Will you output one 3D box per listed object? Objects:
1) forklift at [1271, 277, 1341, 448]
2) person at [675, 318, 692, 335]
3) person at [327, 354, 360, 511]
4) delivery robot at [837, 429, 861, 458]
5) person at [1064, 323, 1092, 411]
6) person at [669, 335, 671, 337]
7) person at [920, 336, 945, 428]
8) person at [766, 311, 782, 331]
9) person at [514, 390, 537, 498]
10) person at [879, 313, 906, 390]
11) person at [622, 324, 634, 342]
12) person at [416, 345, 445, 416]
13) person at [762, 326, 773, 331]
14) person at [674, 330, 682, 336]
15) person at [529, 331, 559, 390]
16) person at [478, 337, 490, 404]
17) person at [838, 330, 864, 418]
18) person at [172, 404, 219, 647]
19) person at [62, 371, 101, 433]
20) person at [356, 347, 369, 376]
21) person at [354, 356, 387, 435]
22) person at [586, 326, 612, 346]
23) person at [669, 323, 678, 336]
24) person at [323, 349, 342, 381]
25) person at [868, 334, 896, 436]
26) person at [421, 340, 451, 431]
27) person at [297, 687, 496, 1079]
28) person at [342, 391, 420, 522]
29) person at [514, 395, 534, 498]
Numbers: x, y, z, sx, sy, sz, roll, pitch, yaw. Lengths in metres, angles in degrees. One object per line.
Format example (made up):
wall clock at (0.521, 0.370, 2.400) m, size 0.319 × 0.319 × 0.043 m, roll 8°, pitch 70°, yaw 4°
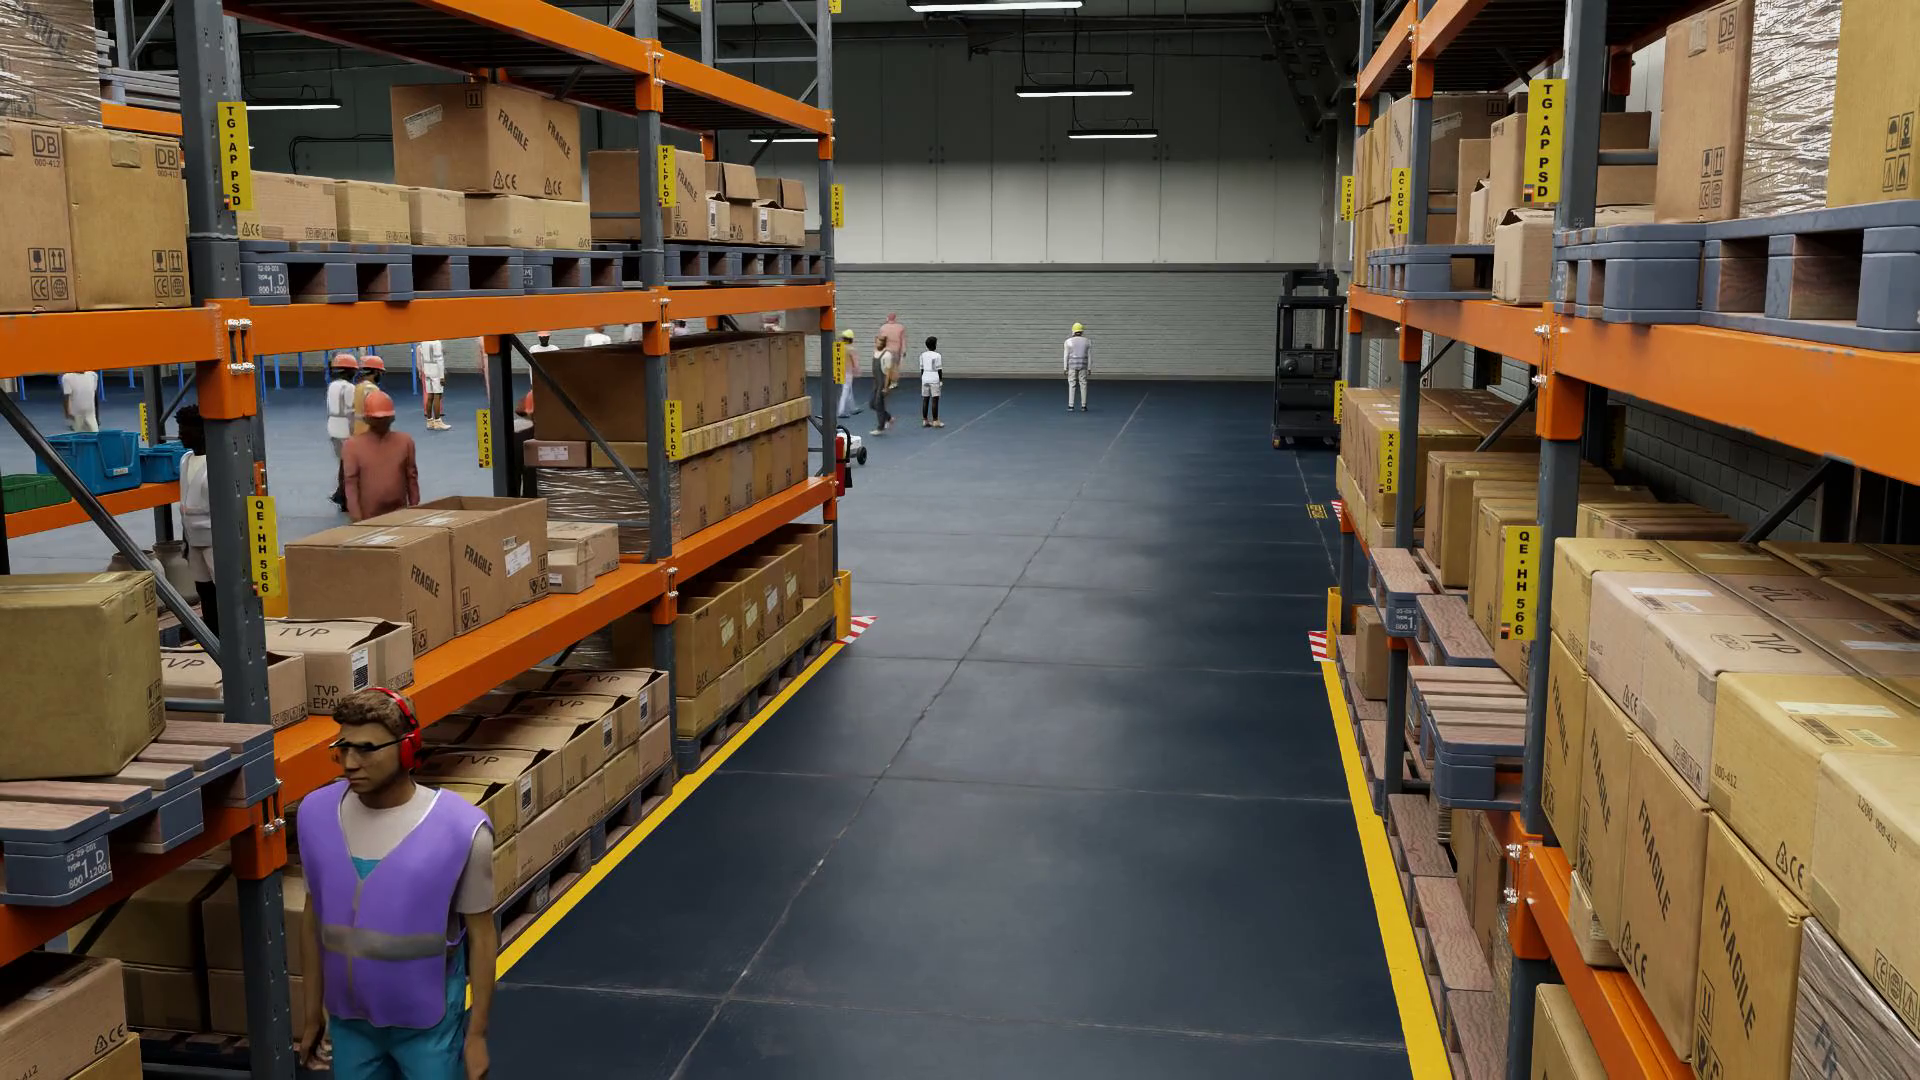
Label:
forklift at (5.847, -3.016, 27.970) m, size 1.129 × 2.768 × 1.873 m, roll 1°, pitch 9°, yaw 9°
person at (-6.945, -4.712, 41.375) m, size 0.576 × 1.894 × 0.946 m, roll -5°, pitch 10°, yaw -28°
person at (-7.486, -1.315, 20.312) m, size 0.549 × 1.916 × 0.442 m, roll 7°, pitch 12°, yaw 38°
delivery robot at (-1.765, -1.435, 25.081) m, size 0.477 × 0.478 × 0.707 m, roll 3°, pitch 10°, yaw 19°
person at (2.452, -3.613, 34.741) m, size 0.602 × 1.829 × 0.404 m, roll -1°, pitch 9°, yaw -6°
person at (-4.638, -2.320, 26.538) m, size 0.641 × 1.908 × 0.407 m, roll -5°, pitch 11°, yaw -29°
person at (-0.524, -2.958, 31.113) m, size 0.535 × 1.700 × 0.318 m, roll 8°, pitch 12°, yaw 42°
person at (-4.264, -4.336, 38.689) m, size 1.003 × 2.000 × 0.703 m, roll -8°, pitch 12°, yaw -41°
person at (-3.380, -0.268, 13.686) m, size 0.620 × 1.971 × 0.440 m, roll -2°, pitch 10°, yaw -15°
person at (-1.713, -4.686, 41.219) m, size 0.679 × 1.868 × 0.905 m, roll -2°, pitch 9°, yaw -12°
person at (-8.327, -4.756, 41.806) m, size 0.460 × 1.830 × 0.594 m, roll -4°, pitch 10°, yaw -25°
person at (-10.660, -3.382, 33.520) m, size 0.525 × 1.769 × 0.309 m, roll -1°, pitch 9°, yaw -7°
person at (-3.942, -3.479, 34.044) m, size 0.907 × 1.788 × 0.620 m, roll 8°, pitch 12°, yaw 41°
person at (-6.171, -3.752, 36.232) m, size 0.380 × 1.618 × 0.516 m, roll -4°, pitch 10°, yaw -25°
person at (-7.411, -2.852, 29.725) m, size 0.544 × 1.939 × 0.354 m, roll -3°, pitch 10°, yaw -18°
person at (-9.625, -3.580, 34.486) m, size 0.660 × 1.845 × 1.025 m, roll -1°, pitch 9°, yaw -5°
person at (-2.165, -3.321, 33.245) m, size 0.830 × 1.735 × 0.542 m, roll -8°, pitch 12°, yaw -42°
person at (-5.488, -0.016, 12.145) m, size 0.613 × 1.962 × 0.361 m, roll 6°, pitch 11°, yaw 32°
person at (-12.083, -1.699, 22.956) m, size 1.014 × 1.820 × 0.553 m, roll 7°, pitch 12°, yaw 38°
person at (-16.520, -5.377, 46.217) m, size 0.512 × 1.640 × 0.309 m, roll -7°, pitch 11°, yaw -36°
person at (-7.011, -1.260, 20.008) m, size 0.711 × 1.900 × 0.604 m, roll -7°, pitch 12°, yaw -38°
person at (-7.807, -3.796, 35.914) m, size 0.586 × 1.836 × 1.025 m, roll -1°, pitch 9°, yaw -5°
person at (-5.732, -3.364, 33.022) m, size 0.687 × 1.887 × 0.631 m, roll 0°, pitch 9°, yaw -2°
person at (-16.624, -5.065, 44.218) m, size 0.825 × 1.664 × 0.536 m, roll 5°, pitch 11°, yaw 29°
person at (-1.380, -2.752, 29.486) m, size 0.480 × 1.813 × 0.533 m, roll -5°, pitch 11°, yaw -30°
person at (-9.651, -3.048, 30.608) m, size 0.616 × 2.041 × 0.379 m, roll 9°, pitch 13°, yaw 43°
person at (-1.506, 1.285, 4.486) m, size 0.563 × 1.847 × 0.389 m, roll 2°, pitch 9°, yaw 12°
person at (-4.563, -0.197, 13.254) m, size 0.614 × 1.957 × 0.891 m, roll -6°, pitch 11°, yaw -31°
person at (-4.518, -0.711, 17.453) m, size 0.501 × 1.633 × 0.288 m, roll 2°, pitch 9°, yaw 9°
